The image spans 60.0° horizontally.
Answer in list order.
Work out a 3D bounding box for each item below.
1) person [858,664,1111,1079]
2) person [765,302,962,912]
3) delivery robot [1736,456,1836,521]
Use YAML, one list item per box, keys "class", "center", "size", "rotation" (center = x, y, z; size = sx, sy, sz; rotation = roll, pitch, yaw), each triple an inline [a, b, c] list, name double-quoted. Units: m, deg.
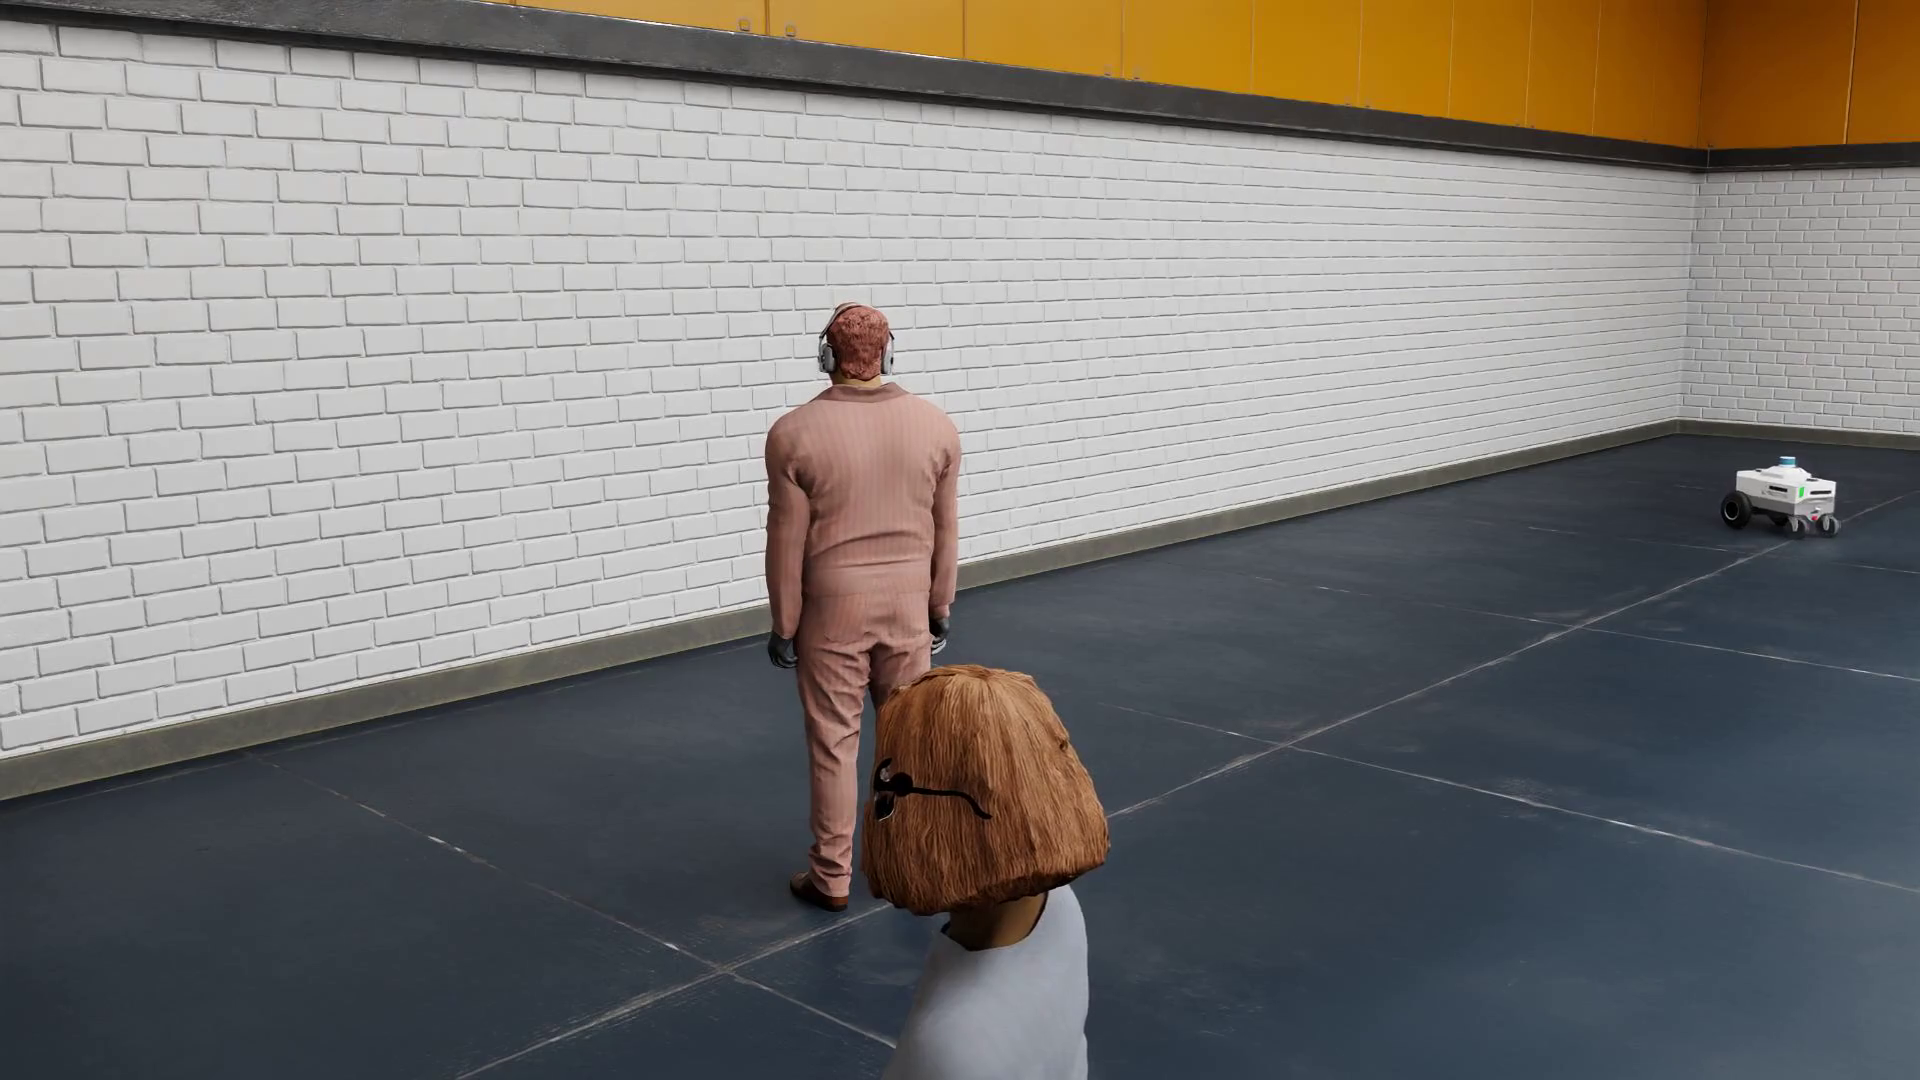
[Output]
- class: "person"
  center: [0.022, 0.940, 1.886]
  size: [0.277, 1.633, 0.507]
  rotation: [2, 10, 10]
- class: "person"
  center: [-0.317, 0.214, 5.242]
  size: [0.643, 1.909, 0.410]
  rotation: [-5, 11, -25]
- class: "delivery robot"
  center: [6.015, -0.366, 12.126]
  size: [0.477, 0.478, 0.707]
  rotation: [-3, 10, -15]
